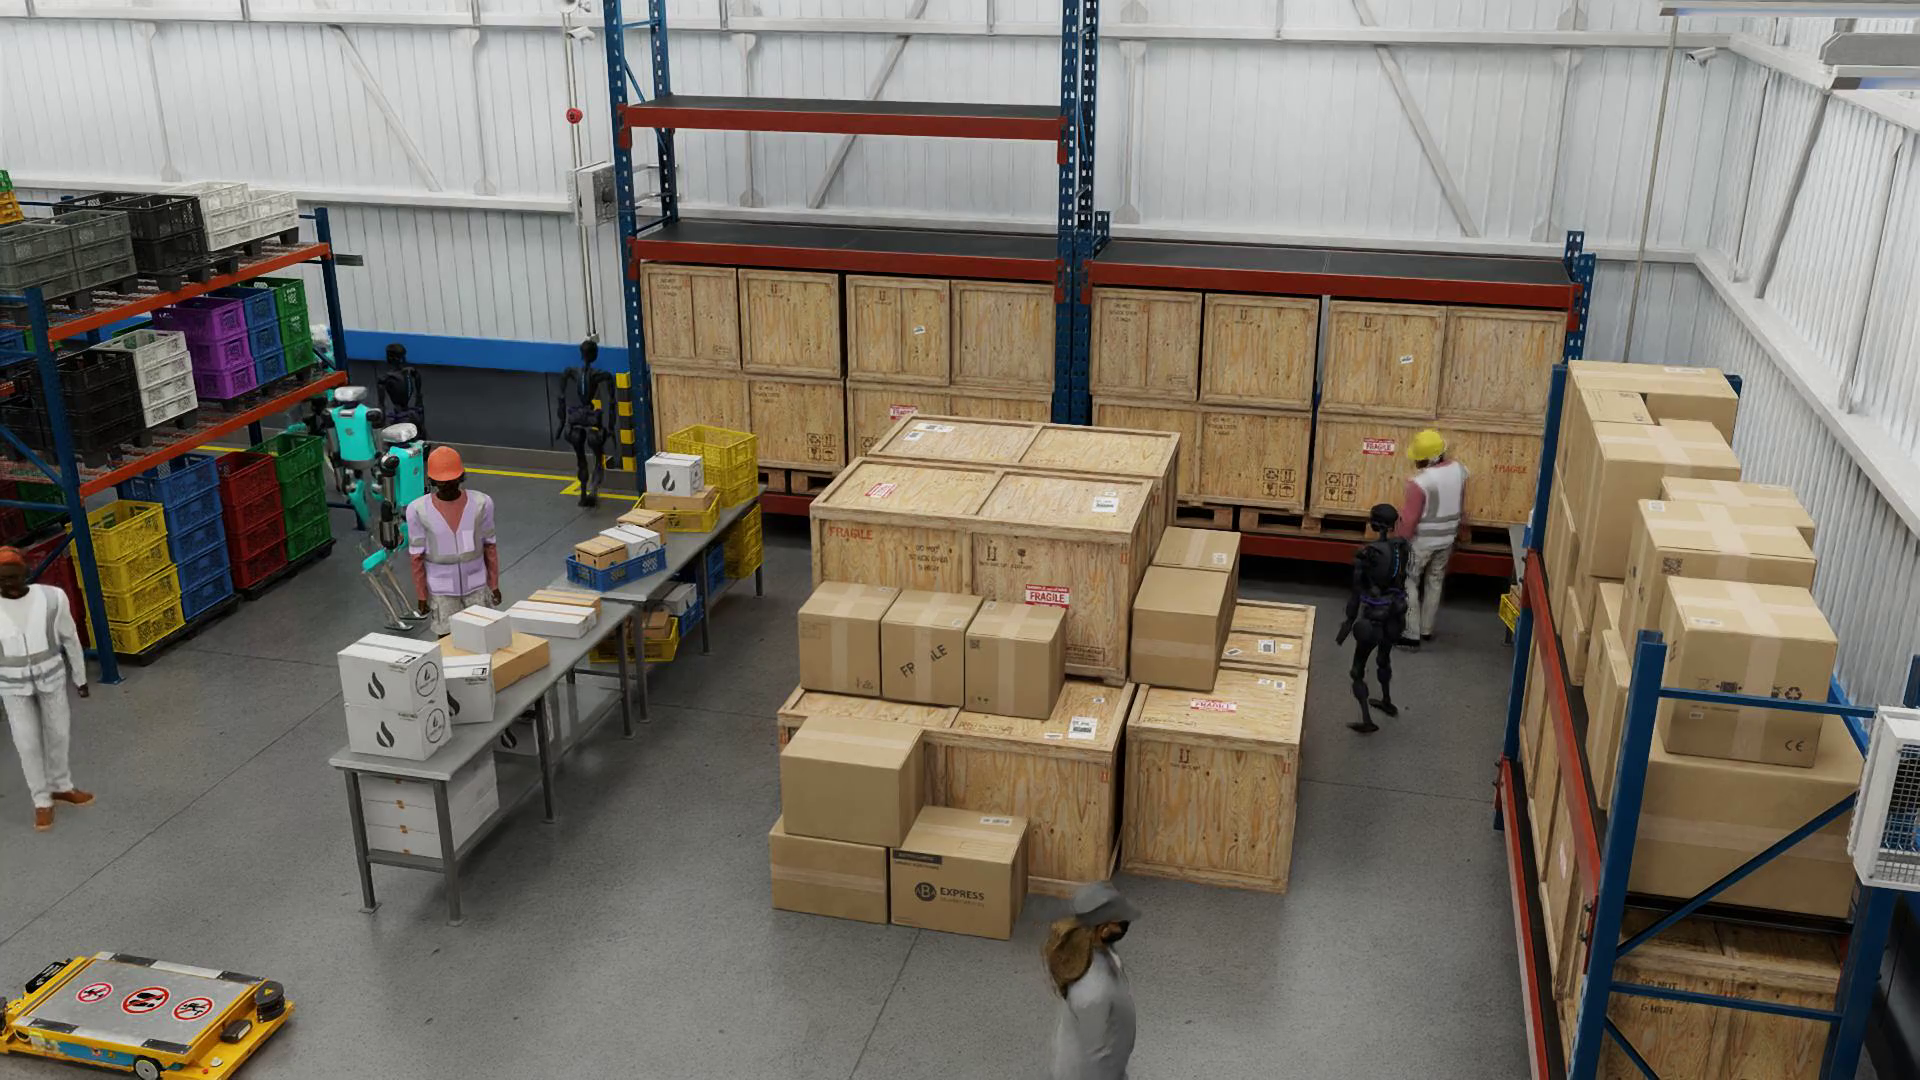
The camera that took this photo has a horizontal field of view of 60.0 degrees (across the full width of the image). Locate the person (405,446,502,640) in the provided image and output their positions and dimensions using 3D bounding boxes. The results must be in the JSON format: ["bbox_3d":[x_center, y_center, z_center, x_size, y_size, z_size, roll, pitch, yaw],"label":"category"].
[{"bbox_3d":[-3.538,0.315,11.739,0.606,2.044,0.368,-10,23,-25],"label":"person"}]

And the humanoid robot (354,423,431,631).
[{"bbox_3d":[-4.537,-0.121,13.168,0.735,1.692,0.533,7,22,17],"label":"humanoid robot"}]

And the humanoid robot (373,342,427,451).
[{"bbox_3d":[-5.334,-1.074,15.875,0.345,1.655,0.601,11,23,26],"label":"humanoid robot"}]

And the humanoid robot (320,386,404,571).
[{"bbox_3d":[-5.055,-0.468,14.368,0.539,1.902,0.701,2,21,5],"label":"humanoid robot"}]

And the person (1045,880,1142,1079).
[{"bbox_3d":[0.586,2.231,7.121,0.558,1.759,0.584,1,21,3],"label":"person"}]

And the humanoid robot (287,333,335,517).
[{"bbox_3d":[-6.219,-1.019,15.785,0.768,1.863,0.550,-6,22,-16],"label":"humanoid robot"}]

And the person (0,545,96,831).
[{"bbox_3d":[-5.804,0.906,10.438,0.593,1.877,0.436,-14,25,-31],"label":"person"}]

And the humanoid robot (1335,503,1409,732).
[{"bbox_3d":[2.953,0.536,11.682,0.590,1.641,0.405,-14,25,-32],"label":"humanoid robot"}]

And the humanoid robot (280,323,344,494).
[{"bbox_3d":[-6.493,-1.297,16.458,1.022,1.780,0.536,10,23,24],"label":"humanoid robot"}]

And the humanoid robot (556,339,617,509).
[{"bbox_3d":[-3.601,-1.093,15.945,0.609,1.645,0.464,1,21,2],"label":"humanoid robot"}]

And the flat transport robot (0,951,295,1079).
[{"bbox_3d":[-4.270,2.464,8.601,1.431,0.231,0.659,5,22,13],"label":"flat transport robot"}]

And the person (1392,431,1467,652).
[{"bbox_3d":[3.638,-0.002,12.931,0.641,1.789,0.409,-11,23,-26],"label":"person"}]
